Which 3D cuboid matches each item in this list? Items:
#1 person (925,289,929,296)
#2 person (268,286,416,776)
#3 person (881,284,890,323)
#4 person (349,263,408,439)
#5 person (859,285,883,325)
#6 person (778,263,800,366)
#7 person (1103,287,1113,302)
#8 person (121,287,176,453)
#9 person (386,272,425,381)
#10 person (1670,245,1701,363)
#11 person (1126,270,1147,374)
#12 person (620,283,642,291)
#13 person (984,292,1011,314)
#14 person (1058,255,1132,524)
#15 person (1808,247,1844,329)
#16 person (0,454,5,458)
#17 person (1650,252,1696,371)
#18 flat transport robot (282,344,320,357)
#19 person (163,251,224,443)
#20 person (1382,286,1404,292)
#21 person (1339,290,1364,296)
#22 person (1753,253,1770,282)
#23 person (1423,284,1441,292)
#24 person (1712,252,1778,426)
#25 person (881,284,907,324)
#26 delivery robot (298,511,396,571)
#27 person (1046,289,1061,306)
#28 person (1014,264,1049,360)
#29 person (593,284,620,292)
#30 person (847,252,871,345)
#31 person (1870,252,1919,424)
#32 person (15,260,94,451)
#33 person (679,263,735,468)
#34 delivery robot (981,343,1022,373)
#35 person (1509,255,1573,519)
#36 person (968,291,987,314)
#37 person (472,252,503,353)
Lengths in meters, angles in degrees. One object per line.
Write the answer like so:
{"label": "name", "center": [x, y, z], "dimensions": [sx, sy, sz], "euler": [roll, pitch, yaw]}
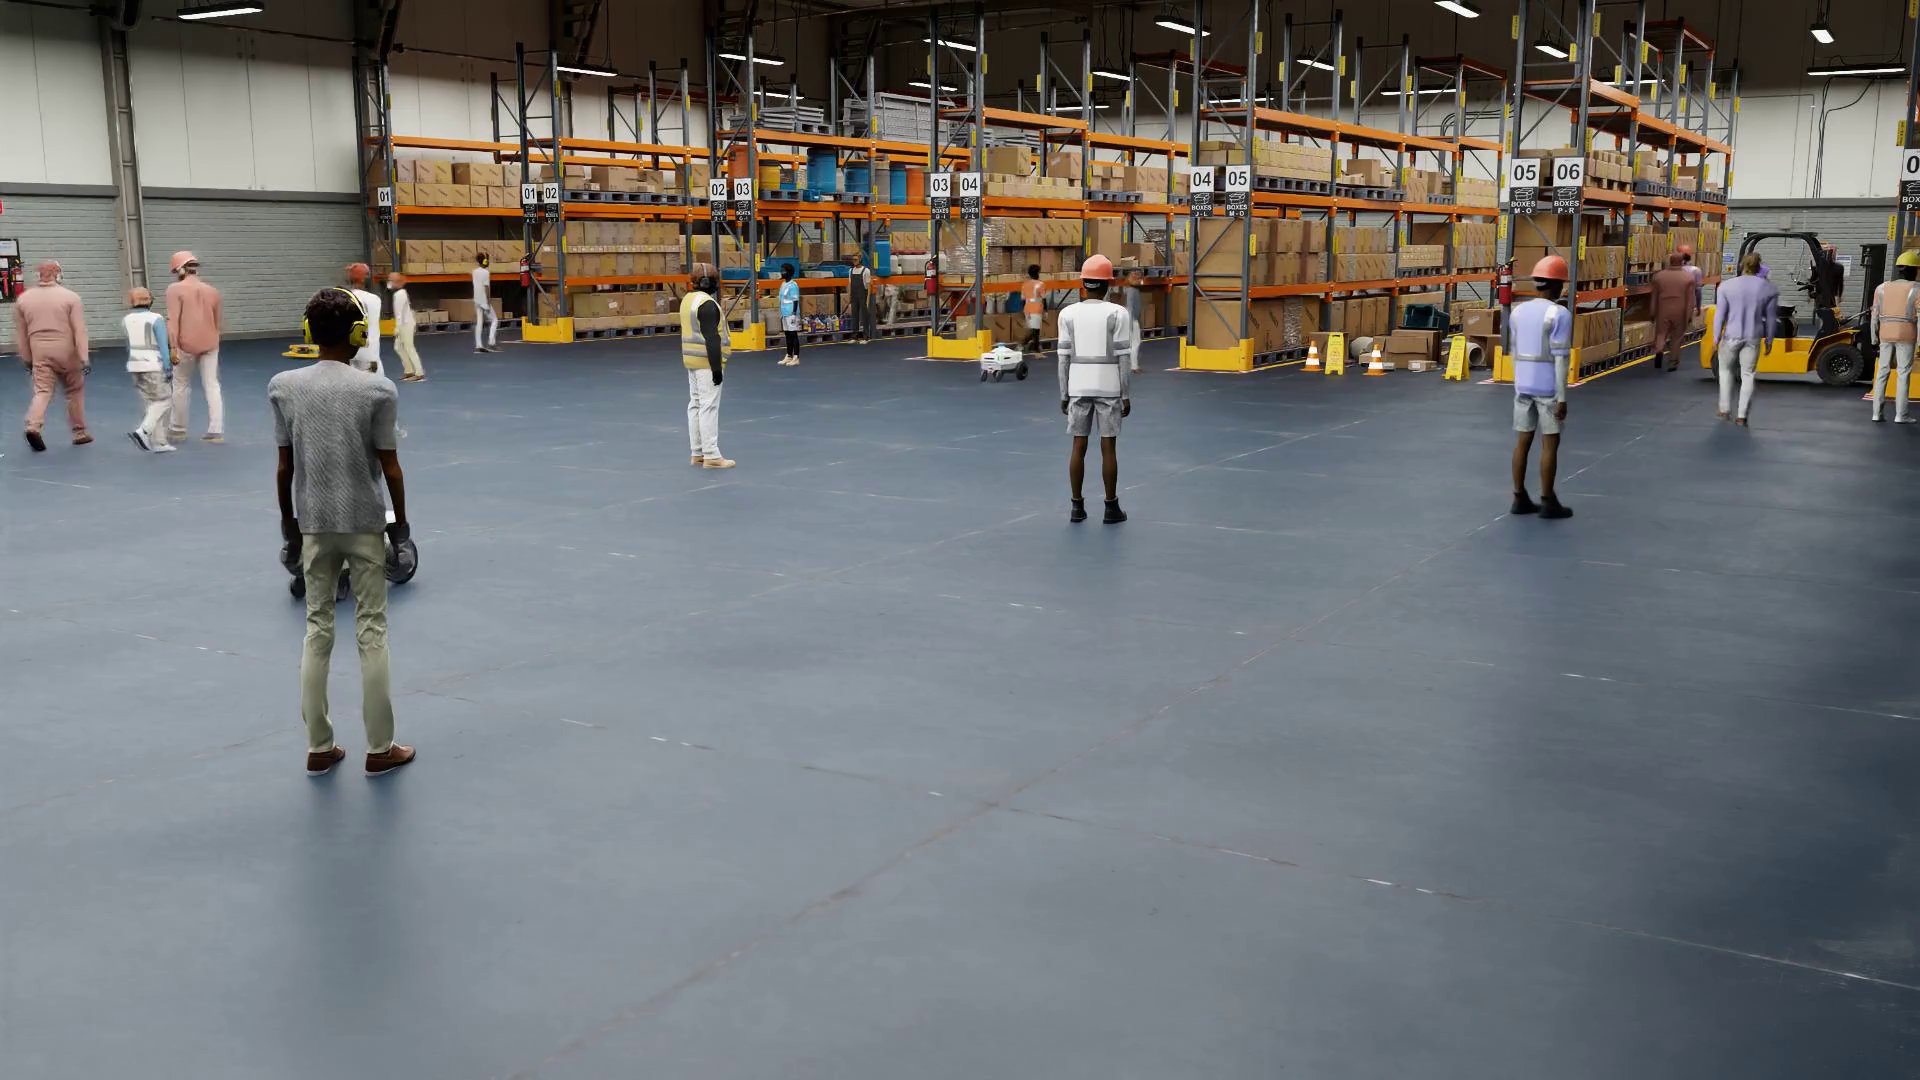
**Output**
{"label": "person", "center": [-0.899, -7.639, 48.799], "dimensions": [0.980, 1.924, 0.673], "euler": [-3, 11, -18]}
{"label": "person", "center": [-2.340, -0.020, 6.324], "dimensions": [0.509, 1.860, 0.311], "euler": [0, 10, 1]}
{"label": "person", "center": [-1.917, -6.500, 42.145], "dimensions": [0.652, 2.017, 0.806], "euler": [7, 12, 33]}
{"label": "person", "center": [-6.077, -1.873, 16.798], "dimensions": [0.584, 1.833, 1.015], "euler": [4, 11, 21]}
{"label": "person", "center": [-2.219, -5.966, 39.592], "dimensions": [0.983, 1.870, 0.537], "euler": [-8, 13, -38]}
{"label": "person", "center": [-2.827, -3.727, 27.526], "dimensions": [0.321, 1.697, 0.530], "euler": [-5, 11, -28]}
{"label": "person", "center": [3.290, -5.735, 38.733], "dimensions": [0.491, 1.721, 0.529], "euler": [6, 12, 28]}
{"label": "person", "center": [-7.820, -1.617, 15.958], "dimensions": [0.544, 1.614, 0.510], "euler": [4, 11, 19]}
{"label": "person", "center": [-8.101, -3.106, 24.289], "dimensions": [0.494, 1.595, 0.519], "euler": [-4, 11, -22]}
{"label": "person", "center": [12.201, -3.997, 28.201], "dimensions": [0.612, 2.010, 0.979], "euler": [7, 12, 32]}
{"label": "person", "center": [2.632, -3.386, 25.845], "dimensions": [0.544, 1.614, 0.515], "euler": [2, 10, 14]}
{"label": "person", "center": [-7.595, -5.704, 38.214], "dimensions": [0.586, 1.835, 0.404], "euler": [6, 12, 28]}
{"label": "person", "center": [0.751, -4.978, 34.229], "dimensions": [0.605, 1.810, 0.641], "euler": [3, 10, 15]}
{"label": "person", "center": [0.980, -1.083, 12.041], "dimensions": [0.542, 1.939, 0.363], "euler": [4, 11, 19]}
{"label": "person", "center": [18.185, -5.175, 34.947], "dimensions": [0.636, 1.952, 1.015], "euler": [7, 13, 36]}
{"label": "person", "center": [-9.453, -1.719, 15.724], "dimensions": [0.708, 1.907, 0.590], "euler": [1, 10, 6]}
{"label": "person", "center": [11.220, -3.586, 26.199], "dimensions": [0.659, 1.886, 0.601], "euler": [6, 12, 31]}
{"label": "flat transport robot", "center": [-11.260, -3.399, 29.685], "dimensions": [0.652, 0.197, 1.431], "euler": [8, 13, 38]}
{"label": "person", "center": [-7.866, -1.964, 16.989], "dimensions": [0.918, 1.934, 0.643], "euler": [7, 12, 34]}
{"label": "person", "center": [10.755, -6.354, 41.281], "dimensions": [0.848, 2.000, 0.685], "euler": [-10, 14, -43]}
{"label": "person", "center": [9.205, -5.893, 38.997], "dimensions": [0.607, 1.940, 0.876], "euler": [7, 12, 34]}
{"label": "person", "center": [17.735, -5.488, 37.072], "dimensions": [0.643, 1.799, 0.816], "euler": [5, 11, 26]}
{"label": "person", "center": [11.539, -6.151, 40.717], "dimensions": [0.488, 1.840, 0.506], "euler": [-6, 12, -32]}
{"label": "person", "center": [8.755, -2.246, 18.626], "dimensions": [0.666, 1.909, 0.791], "euler": [3, 10, 15]}
{"label": "person", "center": [-1.546, -5.752, 39.175], "dimensions": [0.544, 1.580, 0.875], "euler": [5, 11, 26]}
{"label": "delivery robot", "center": [-3.584, -0.021, 9.708], "dimensions": [0.477, 0.478, 0.707], "euler": [2, 10, 13]}
{"label": "person", "center": [2.039, -5.943, 39.403], "dimensions": [0.630, 1.880, 1.046], "euler": [5, 11, 27]}
{"label": "person", "center": [1.219, -3.933, 28.738], "dimensions": [0.723, 1.671, 0.534], "euler": [-8, 13, -37]}
{"label": "person", "center": [-8.145, -5.769, 38.488], "dimensions": [0.605, 1.864, 0.966], "euler": [0, 10, 1]}
{"label": "person", "center": [-2.014, -4.810, 33.176], "dimensions": [0.514, 1.844, 0.327], "euler": [6, 12, 30]}
{"label": "person", "center": [10.577, -2.270, 18.734], "dimensions": [0.376, 1.921, 0.593], "euler": [-7, 13, -36]}
{"label": "person", "center": [-8.961, -1.830, 16.437], "dimensions": [0.667, 1.866, 0.932], "euler": [-1, 10, -4]}
{"label": "person", "center": [-2.287, -1.569, 15.039], "dimensions": [0.429, 1.844, 0.627], "euler": [-6, 12, -29]}
{"label": "delivery robot", "center": [0.615, -2.665, 24.513], "dimensions": [0.477, 0.478, 0.707], "euler": [7, 12, 33]}
{"label": "person", "center": [4.303, -1.126, 12.304], "dimensions": [0.372, 1.936, 0.552], "euler": [-6, 12, -29]}
{"label": "person", "center": [0.401, -5.308, 36.267], "dimensions": [0.526, 1.737, 0.775], "euler": [5, 11, 26]}
{"label": "person", "center": [-8.793, -4.393, 30.825], "dimensions": [0.539, 1.846, 0.635], "euler": [7, 12, 35]}
